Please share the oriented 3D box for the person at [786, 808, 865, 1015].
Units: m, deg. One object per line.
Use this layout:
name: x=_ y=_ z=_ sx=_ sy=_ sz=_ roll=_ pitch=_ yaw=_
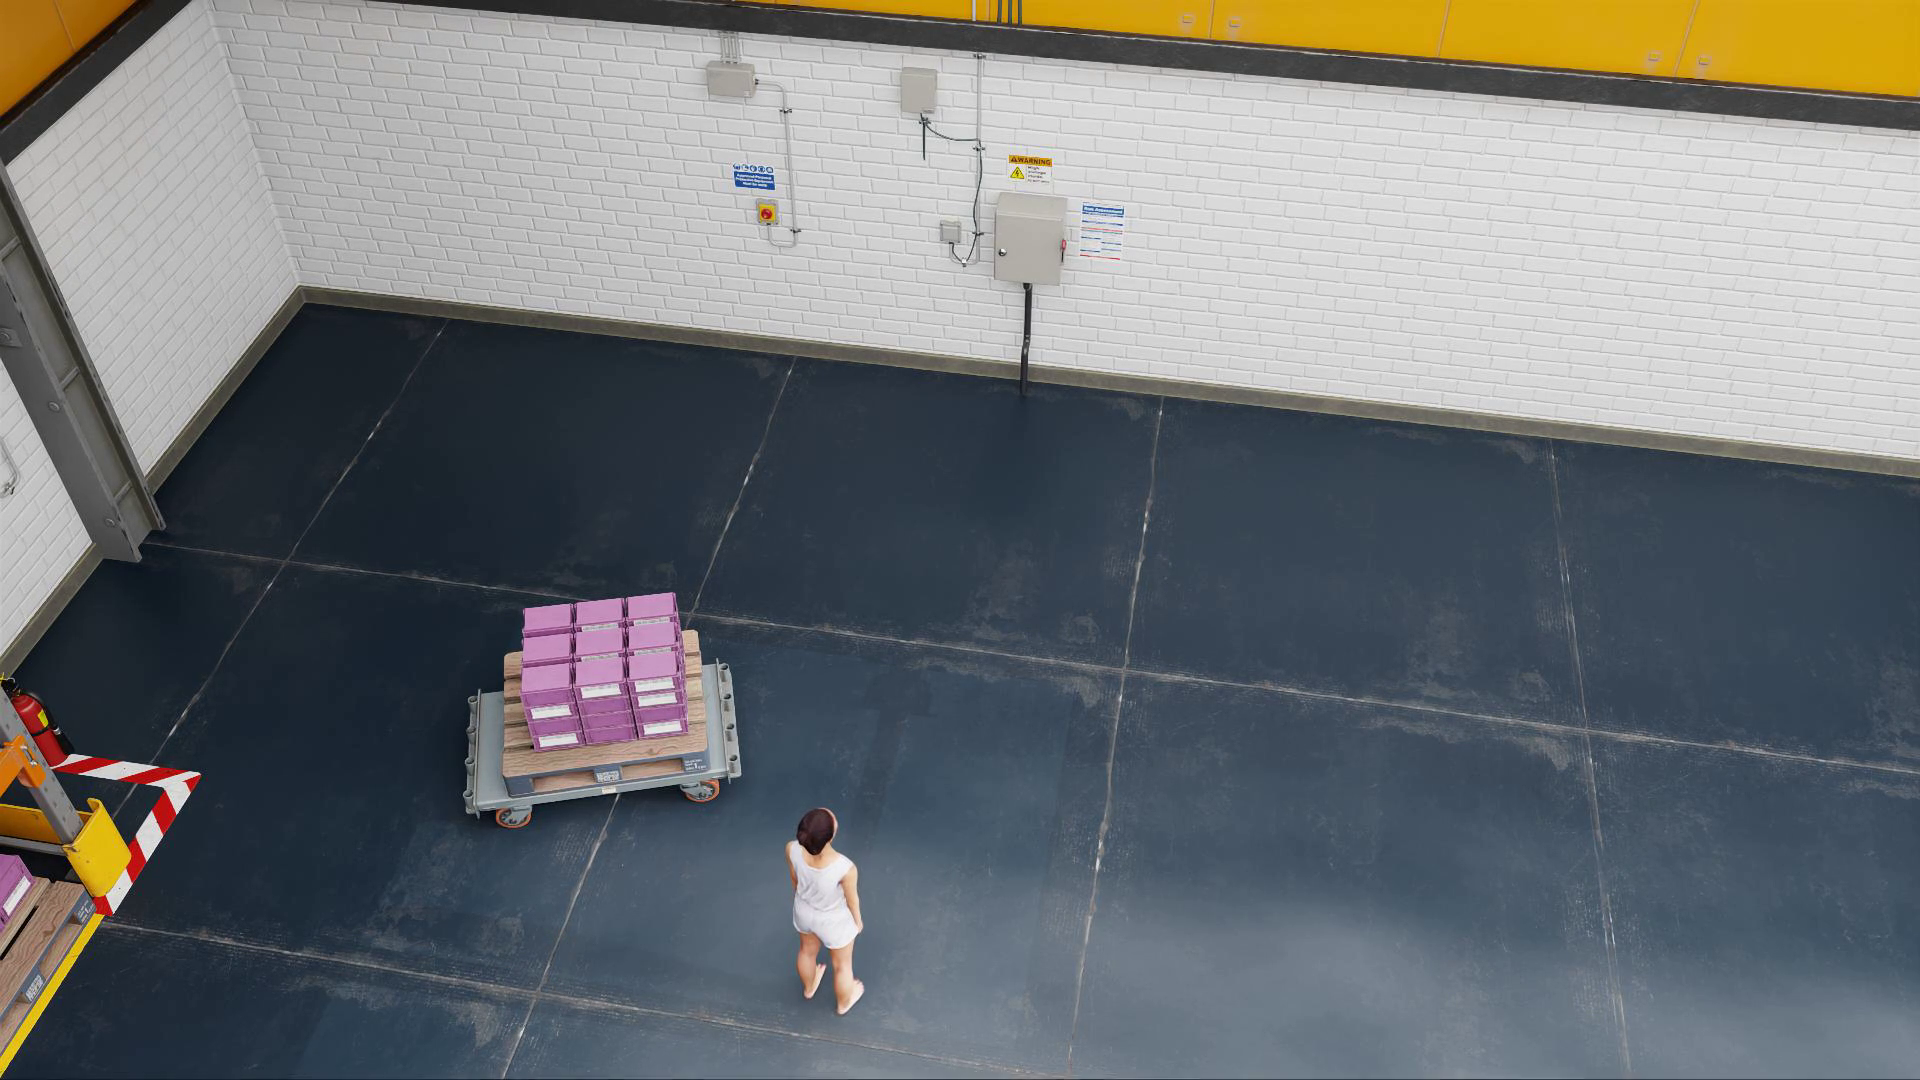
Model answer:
person: x=-0.721 y=1.964 z=8.792 sx=0.604 sy=1.609 sz=0.587 roll=17 pitch=46 yaw=17
